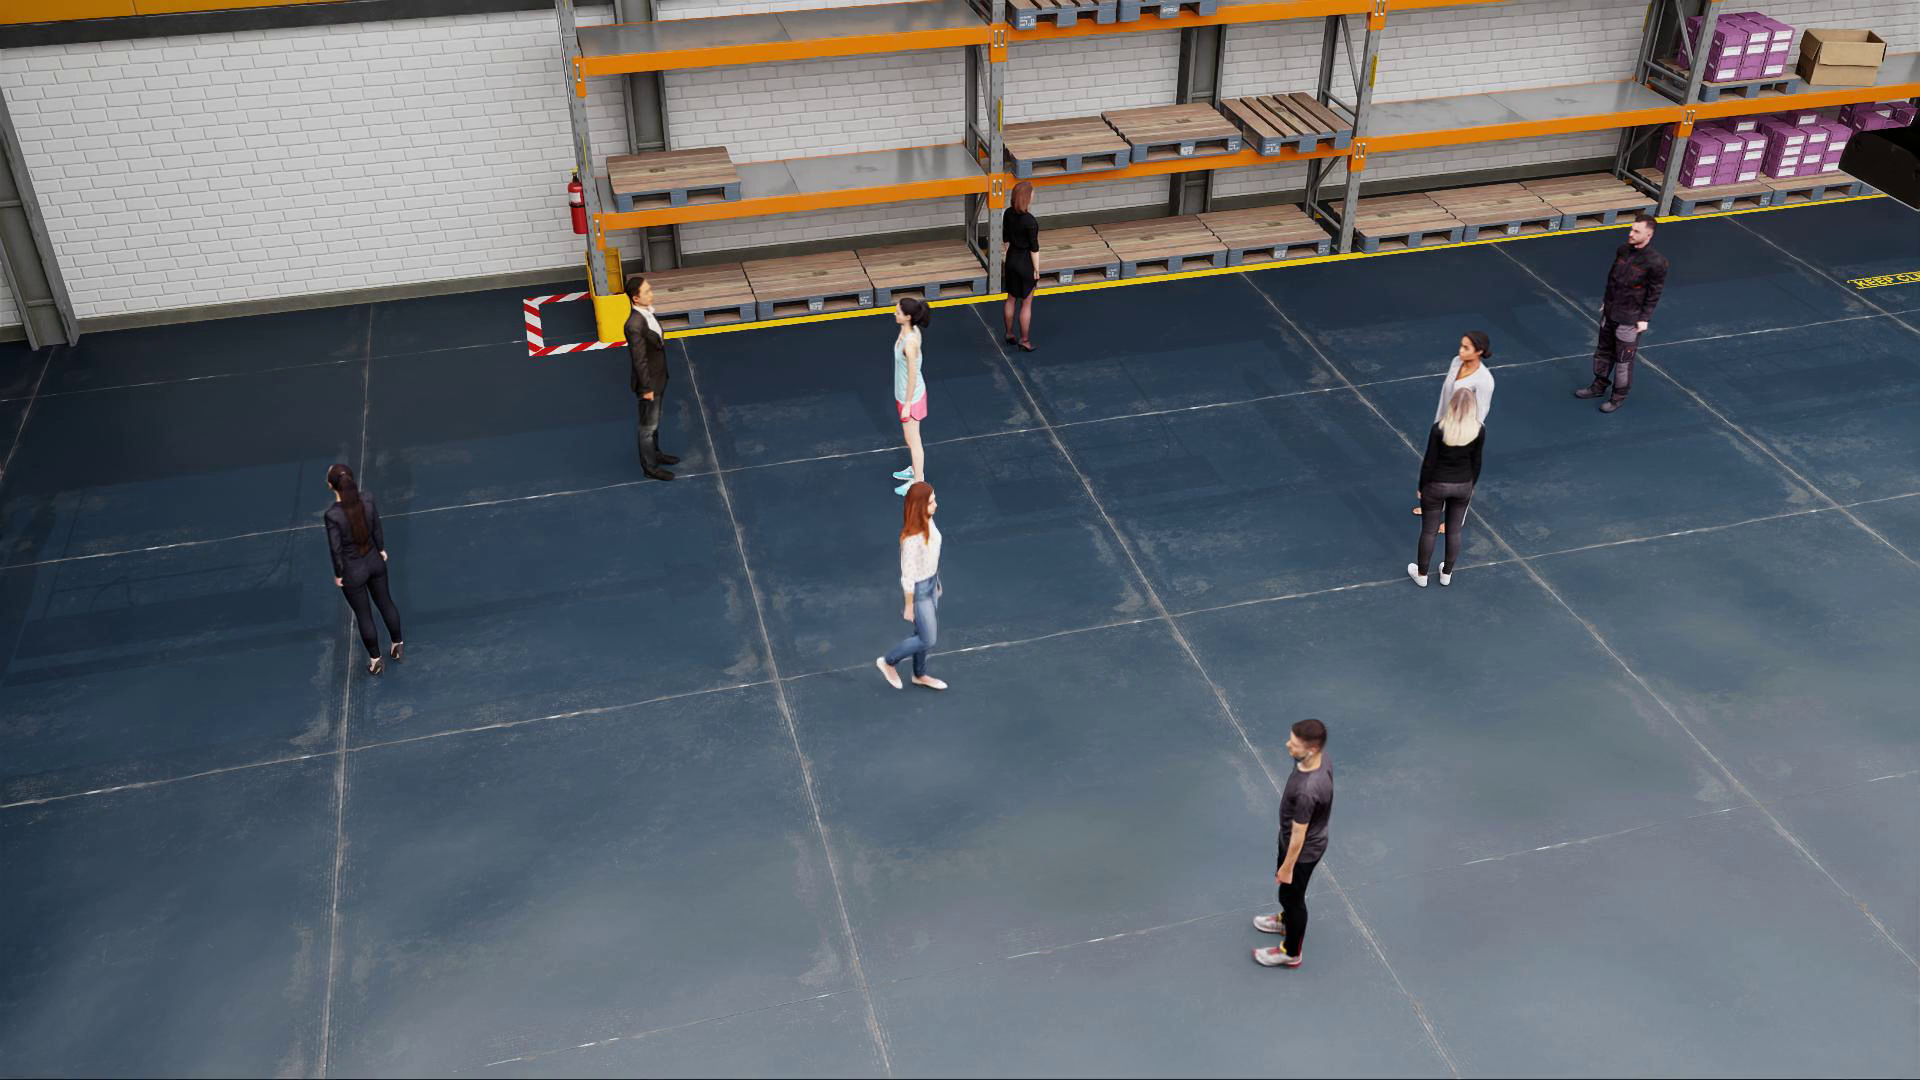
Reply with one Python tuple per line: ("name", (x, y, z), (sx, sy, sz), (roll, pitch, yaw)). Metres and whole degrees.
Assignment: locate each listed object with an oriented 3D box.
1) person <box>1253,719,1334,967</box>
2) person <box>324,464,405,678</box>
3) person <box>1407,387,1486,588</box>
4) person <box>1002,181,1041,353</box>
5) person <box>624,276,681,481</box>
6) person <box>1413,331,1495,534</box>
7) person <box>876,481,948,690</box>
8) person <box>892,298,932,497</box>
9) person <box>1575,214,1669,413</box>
("person", (1.922, 1.697, 9.384), (0.710, 1.759, 0.726), (6, 34, 9))
("person", (-4.195, 0.199, 11.679), (0.701, 1.712, 0.624), (21, 39, 28))
("person", (3.690, -0.390, 12.588), (0.555, 1.687, 0.717), (0, 34, 0))
("person", (0.581, -2.617, 15.922), (0.647, 1.705, 0.656), (-27, 42, -34))
("person", (-2.625, -1.374, 13.963), (0.662, 1.804, 0.742), (2, 34, 3))
("person", (3.996, -0.889, 13.295), (0.582, 1.736, 0.659), (-14, 36, -20))
("person", (-0.358, 0.326, 11.482), (0.843, 1.719, 0.760), (8, 35, 13))
("person", (-0.421, -1.189, 13.721), (0.631, 1.764, 0.650), (-1, 34, -2))
("person", (5.992, -2.066, 14.956), (0.674, 1.856, 0.763), (-15, 36, -21))
